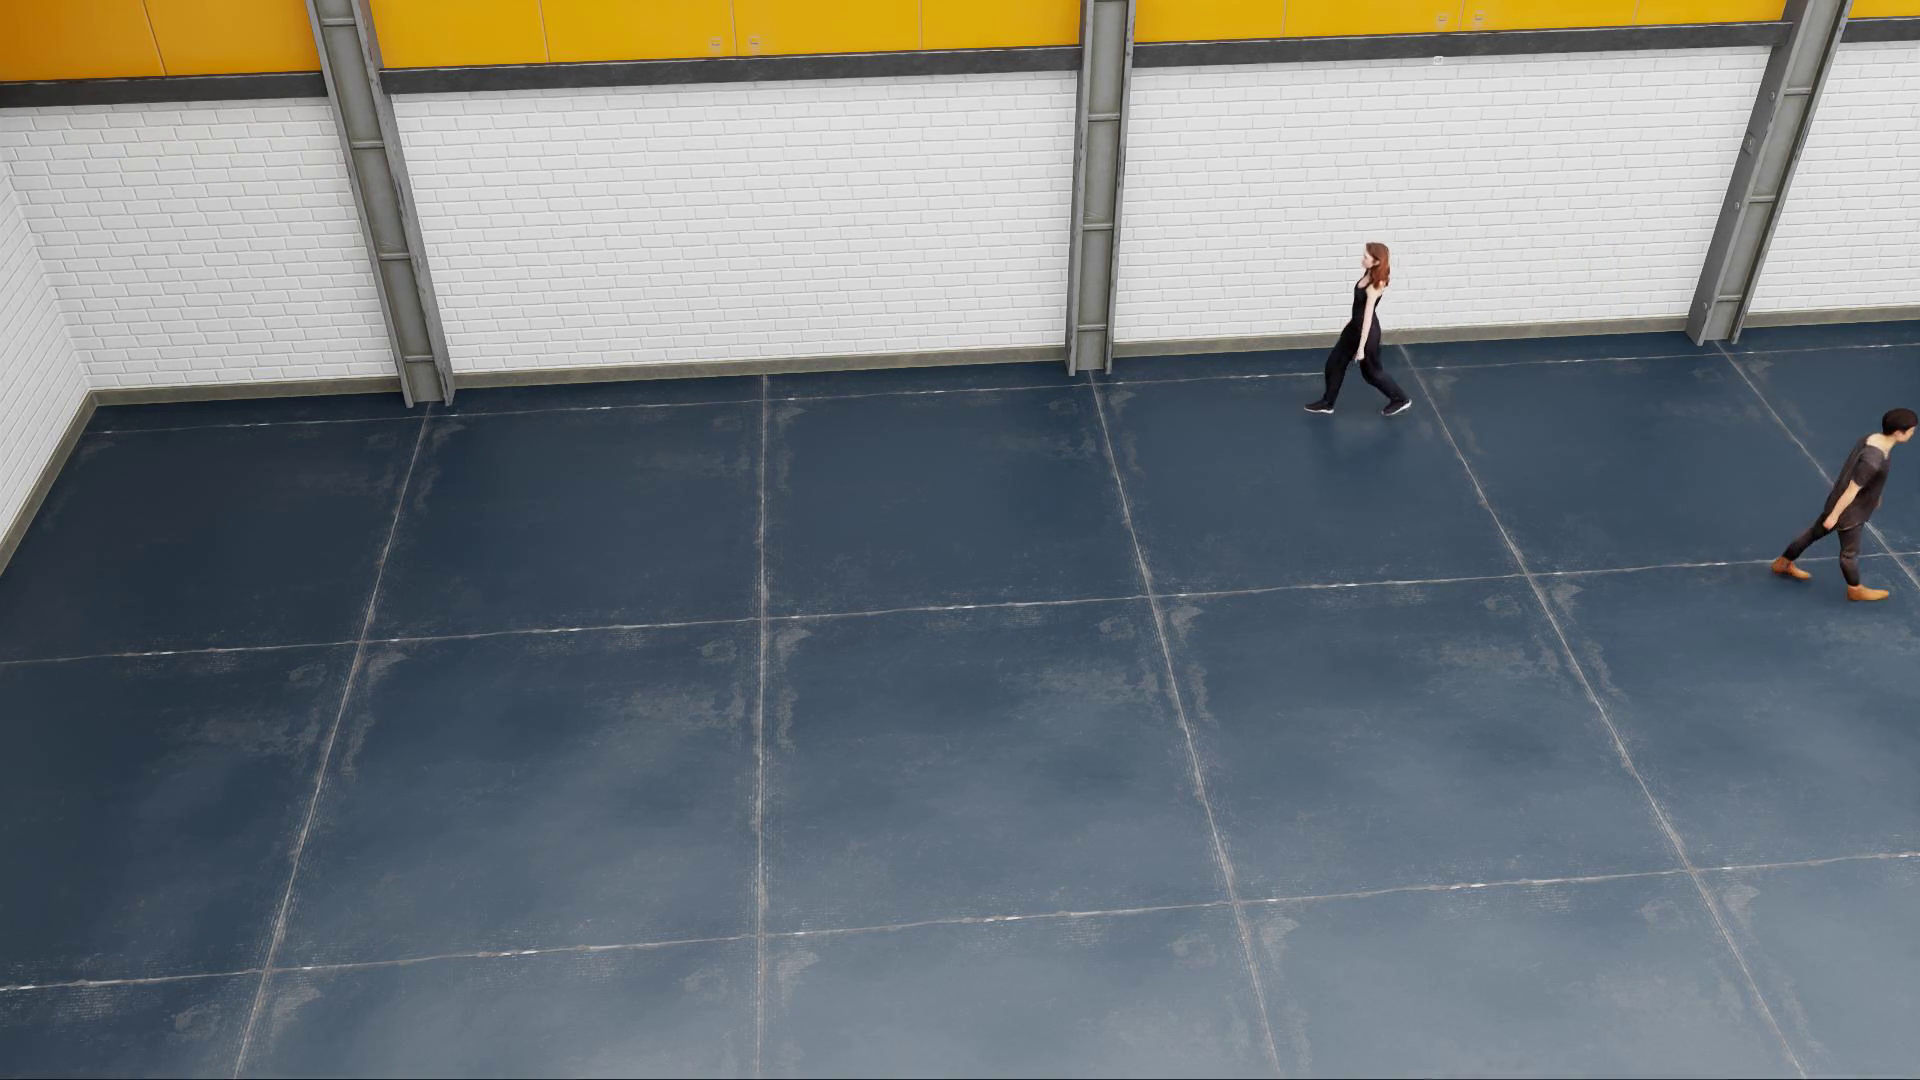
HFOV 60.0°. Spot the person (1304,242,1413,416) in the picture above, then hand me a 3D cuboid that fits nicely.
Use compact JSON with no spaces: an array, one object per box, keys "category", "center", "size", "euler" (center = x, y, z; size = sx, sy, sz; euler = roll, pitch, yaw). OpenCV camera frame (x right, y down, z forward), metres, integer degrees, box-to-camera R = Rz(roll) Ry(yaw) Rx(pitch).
[{"category":"person","center":[3.571,-1.753,14.267],"size":[1.157,1.704,0.652],"euler":[0,39,-1]}]

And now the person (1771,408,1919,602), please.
[{"category":"person","center":[6.580,-0.289,12.464],"size":[1.155,1.667,0.967],"euler":[16,41,19]}]
